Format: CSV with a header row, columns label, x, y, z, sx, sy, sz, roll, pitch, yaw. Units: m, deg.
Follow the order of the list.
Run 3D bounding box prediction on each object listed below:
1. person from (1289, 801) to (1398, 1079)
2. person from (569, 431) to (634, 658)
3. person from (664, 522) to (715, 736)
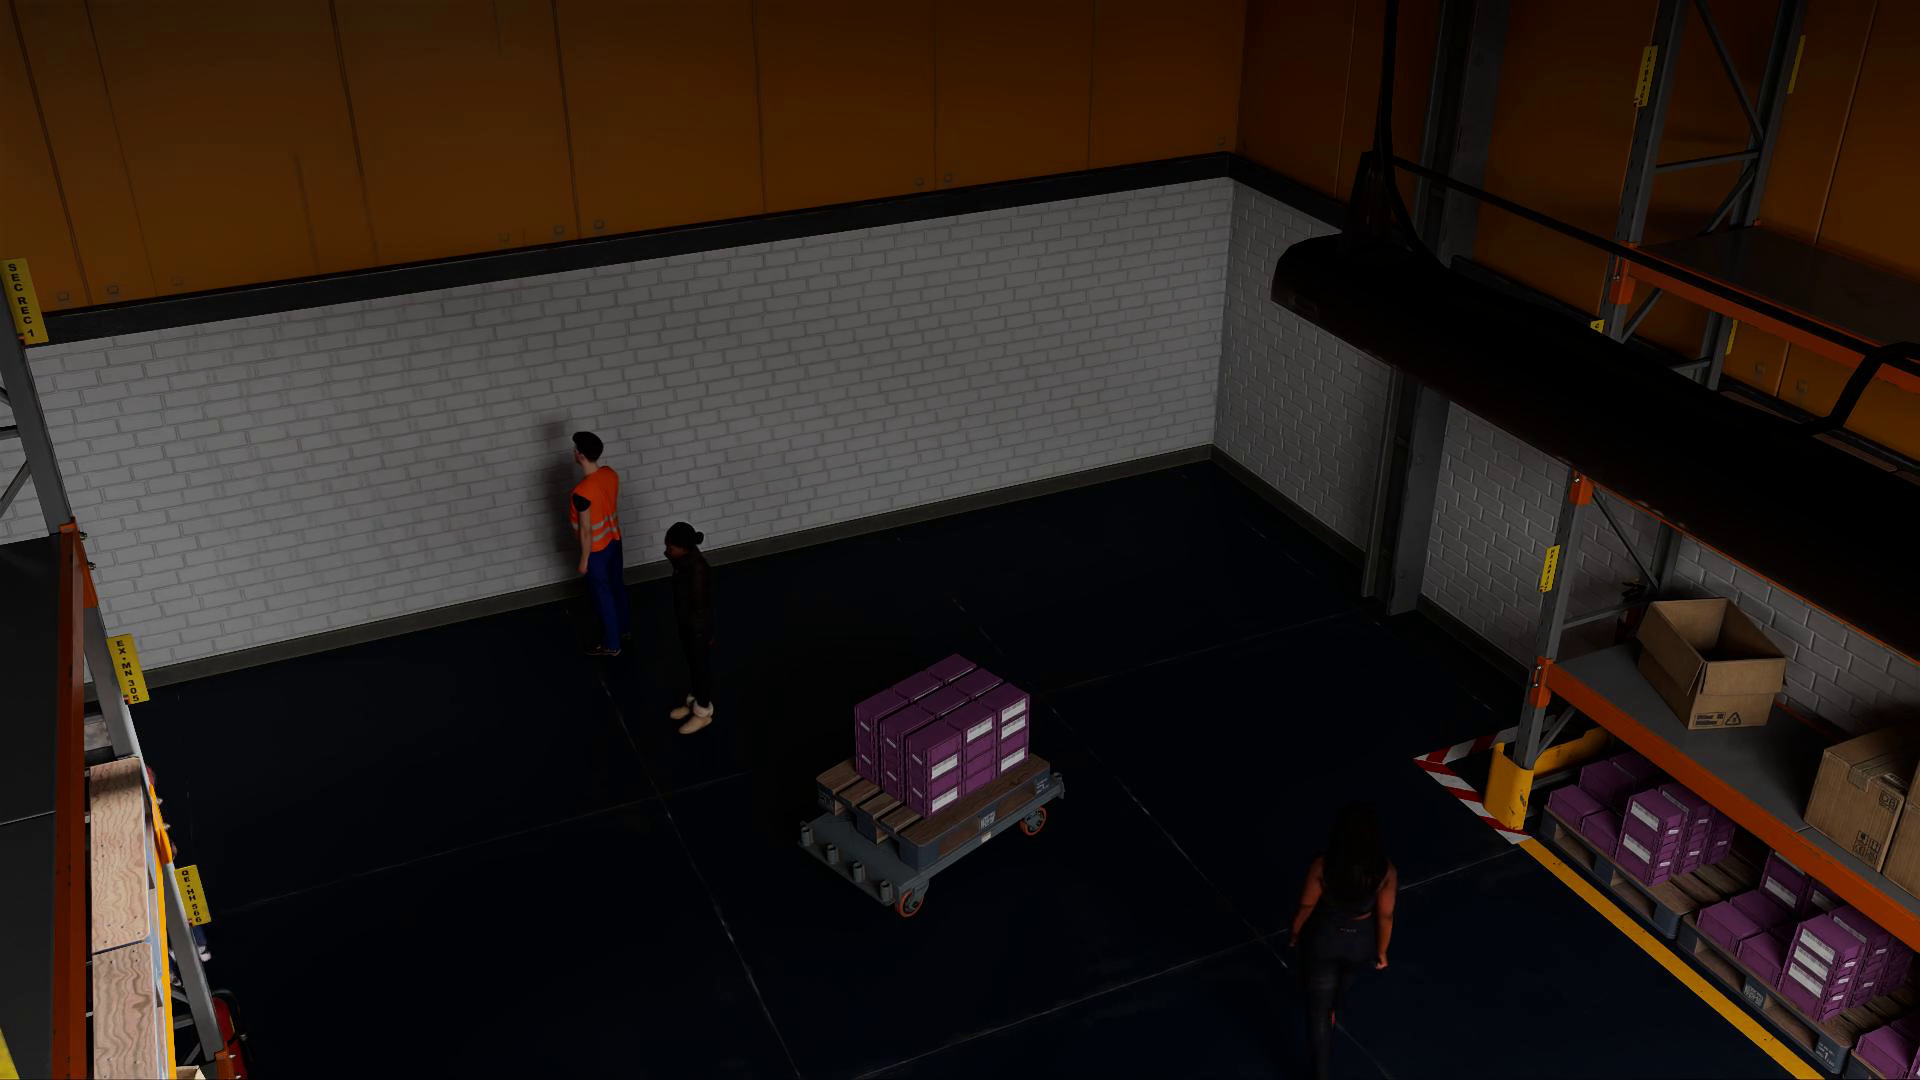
label,x,y,z,sx,sy,sz,roll,pitch,yaw
person,2.046,2.233,8.989,1.068,1.773,1.291,2,29,5
person,-2.787,0.031,12.905,0.842,1.888,0.776,9,30,15
person,-1.921,0.602,12.097,0.638,1.660,0.567,1,29,2
